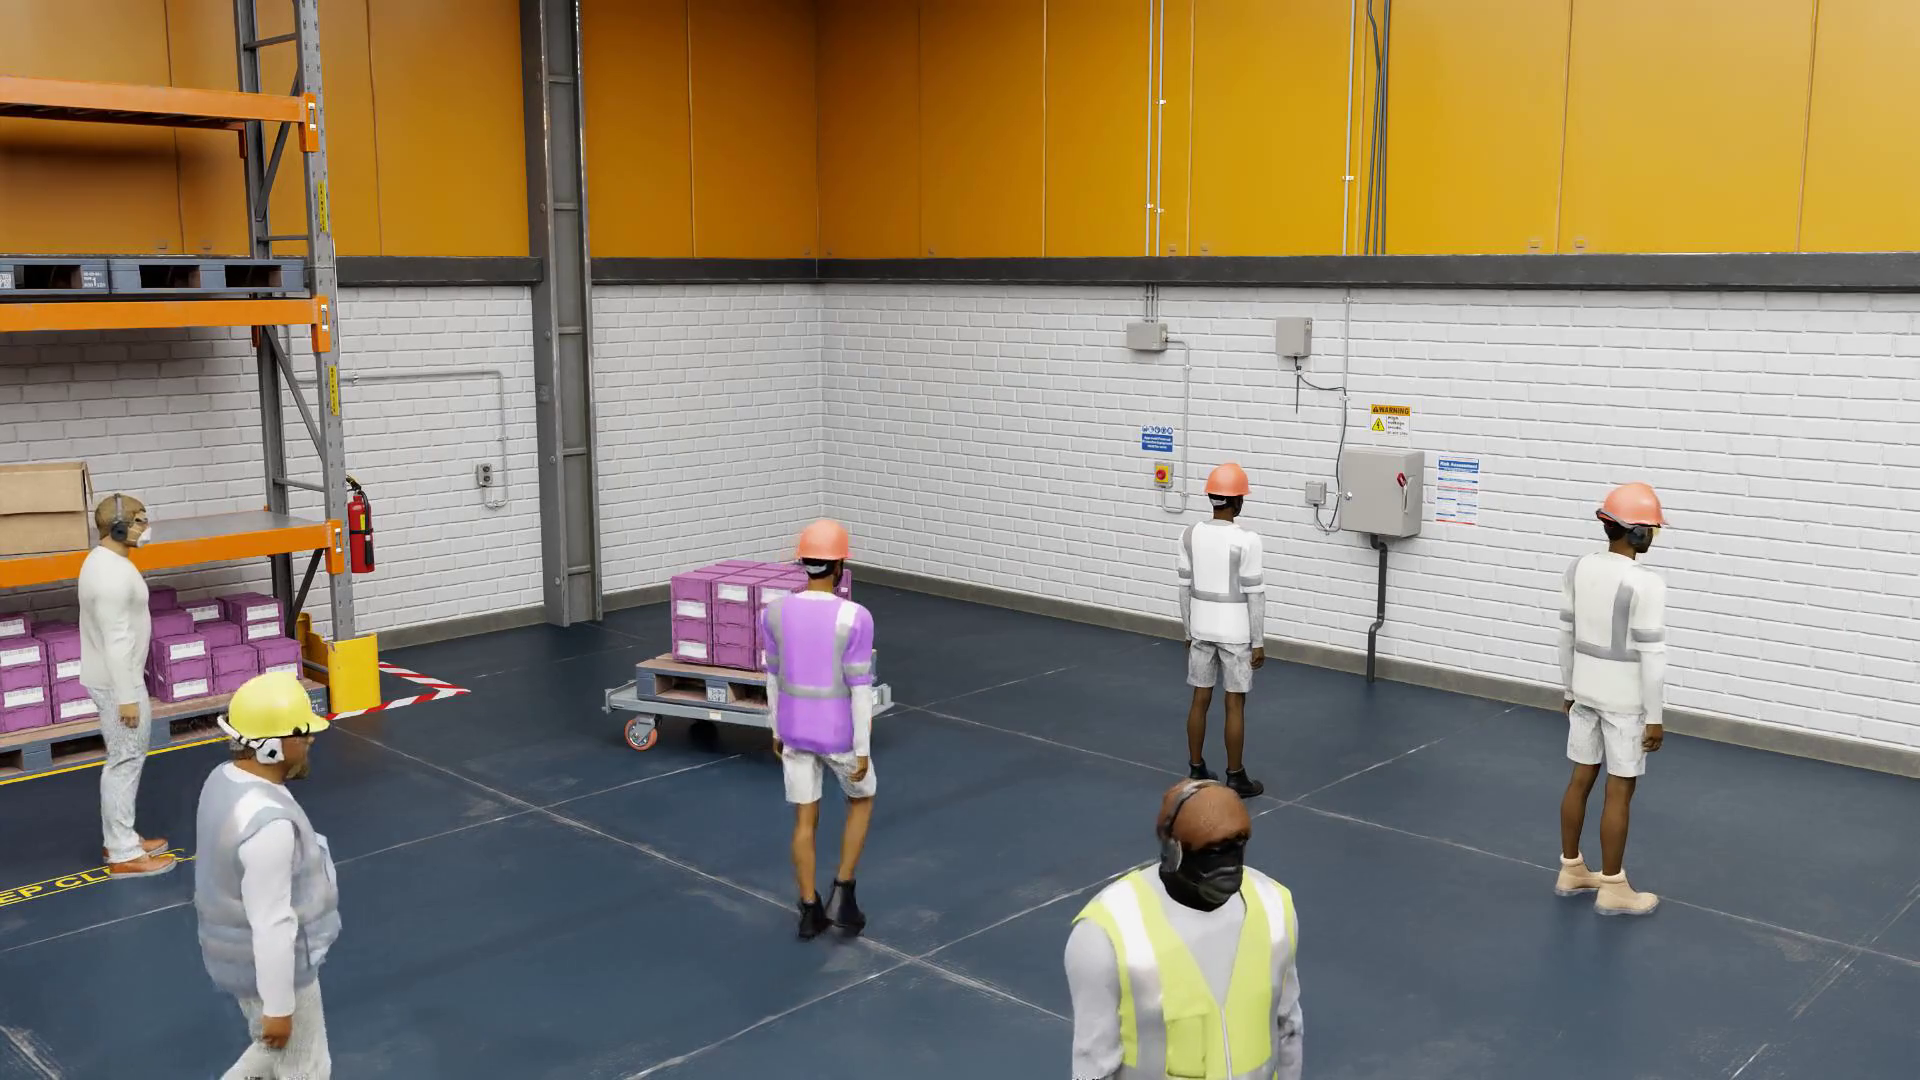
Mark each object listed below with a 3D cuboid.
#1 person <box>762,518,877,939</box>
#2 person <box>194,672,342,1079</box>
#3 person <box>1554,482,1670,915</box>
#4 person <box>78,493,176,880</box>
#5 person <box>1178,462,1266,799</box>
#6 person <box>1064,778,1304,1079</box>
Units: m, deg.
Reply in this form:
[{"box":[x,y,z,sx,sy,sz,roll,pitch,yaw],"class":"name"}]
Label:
[{"box":[-0.621,0.858,7.534,0.551,1.924,0.402,3,10,16],"class":"person"},{"box":[-2.200,1.303,5.129,0.574,1.813,0.601,-7,12,-36],"class":"person"},{"box":[3.112,0.740,7.882,0.391,2.040,0.615,-4,10,-21],"class":"person"},{"box":[-4.194,0.726,8.325,0.373,1.930,0.627,-5,10,-28],"class":"person"},{"box":[1.511,0.522,9.538,0.545,1.939,0.354,7,12,39],"class":"person"},{"box":[0.563,1.466,4.097,0.626,1.836,0.431,-3,10,-19],"class":"person"}]
